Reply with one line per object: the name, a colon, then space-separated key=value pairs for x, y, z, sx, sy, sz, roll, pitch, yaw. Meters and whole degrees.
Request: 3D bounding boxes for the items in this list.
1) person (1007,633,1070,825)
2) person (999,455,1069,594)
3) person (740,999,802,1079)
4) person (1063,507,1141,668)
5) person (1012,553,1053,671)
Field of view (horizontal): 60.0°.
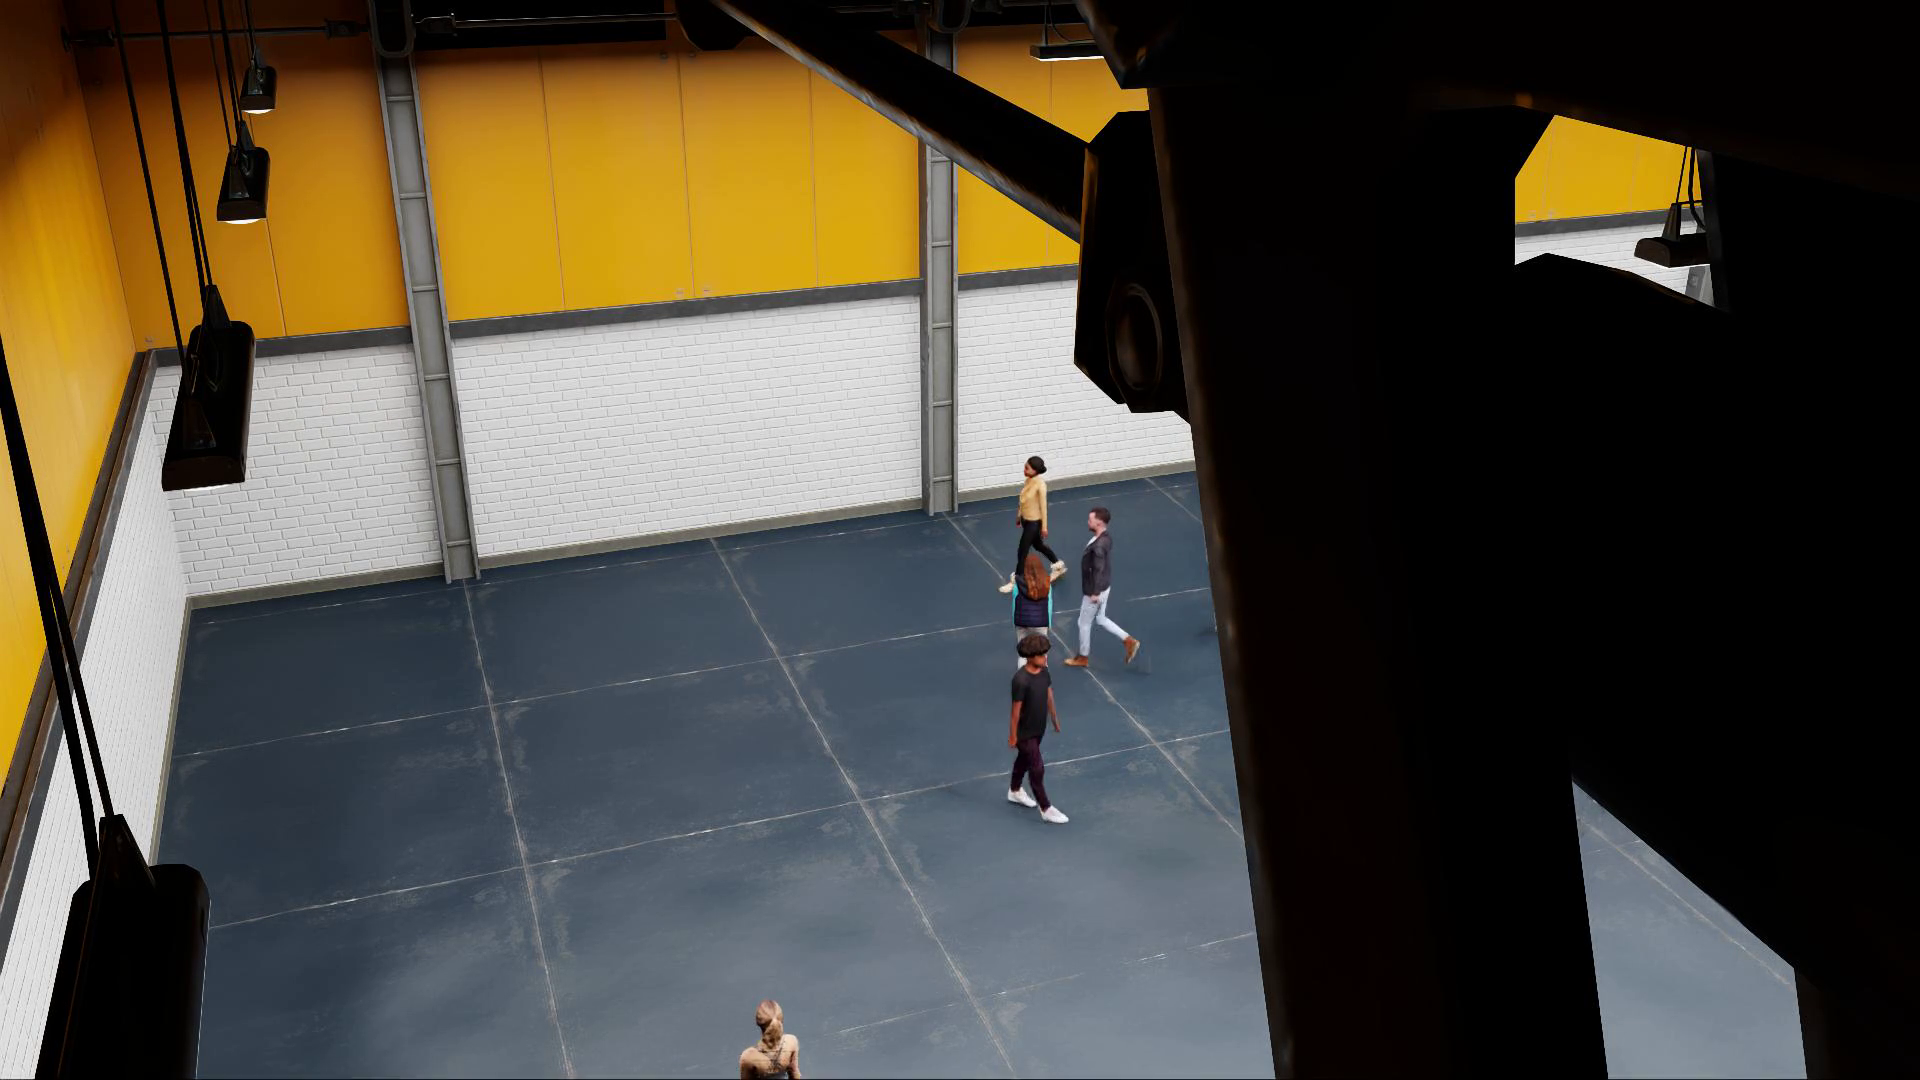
person: x=0.553 y=1.621 z=14.789 sx=1.025 sy=1.755 sz=1.008 roll=15 pitch=28 yaw=30
person: x=0.909 y=-0.200 z=19.115 sx=1.091 sy=1.626 sz=0.594 roll=-9 pitch=25 yaw=-19
person: x=-1.146 y=3.615 z=10.313 sx=0.946 sy=1.687 sz=0.790 roll=-15 pitch=28 yaw=-31
person: x=1.490 y=0.523 z=17.228 sx=1.146 sy=1.814 sz=1.014 roll=6 pitch=24 yaw=13
person: x=0.731 y=0.838 z=16.900 sx=0.603 sy=1.498 sz=0.699 roll=0 pitch=24 yaw=-1
